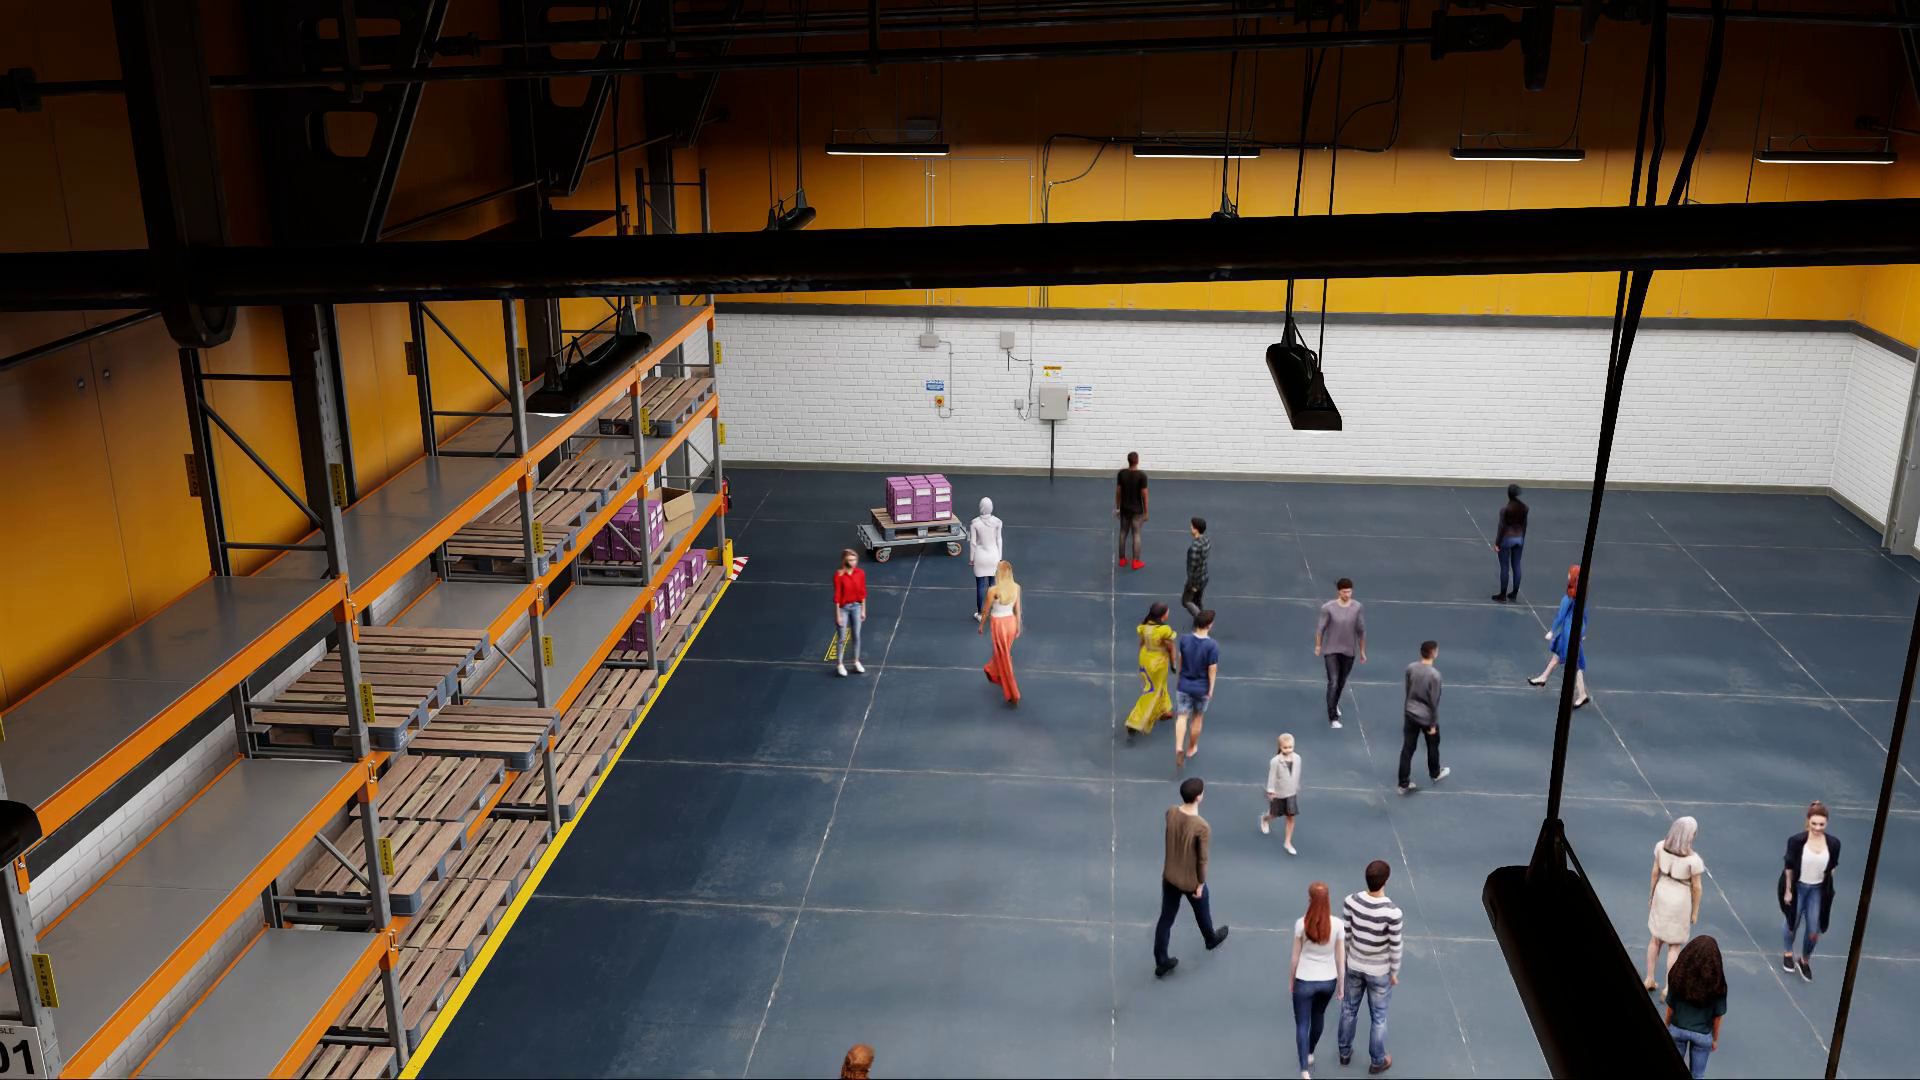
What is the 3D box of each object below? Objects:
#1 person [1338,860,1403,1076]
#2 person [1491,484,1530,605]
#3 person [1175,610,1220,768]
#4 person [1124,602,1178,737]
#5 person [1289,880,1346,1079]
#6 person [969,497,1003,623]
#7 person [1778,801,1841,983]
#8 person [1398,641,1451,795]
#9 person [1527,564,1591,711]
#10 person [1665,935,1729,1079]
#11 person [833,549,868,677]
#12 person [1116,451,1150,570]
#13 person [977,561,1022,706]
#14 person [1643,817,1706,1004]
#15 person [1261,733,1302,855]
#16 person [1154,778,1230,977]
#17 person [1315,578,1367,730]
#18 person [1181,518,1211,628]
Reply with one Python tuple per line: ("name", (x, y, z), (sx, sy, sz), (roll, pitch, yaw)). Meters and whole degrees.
("person", (3.311, 3.444, 13.471), (0.721, 1.853, 0.706), (12, 22, 32))
("person", (7.870, 0.046, 23.726), (0.676, 1.748, 0.643), (-5, 19, -14))
("person", (2.609, 1.691, 18.733), (0.812, 1.818, 1.054), (7, 20, 19))
("person", (2.236, 1.546, 19.485), (1.287, 1.613, 1.257), (-14, 23, -35))
("person", (2.845, 3.590, 13.263), (0.612, 1.710, 1.062), (1, 19, 2))
("person", (0.363, 0.268, 23.026), (0.652, 1.775, 0.591), (-2, 19, -6))
("person", (7.516, 3.077, 14.849), (0.683, 1.669, 0.739), (5, 19, 14))
("person", (4.958, 1.955, 18.079), (1.081, 1.734, 1.012), (-16, 25, -40))
("person", (7.491, 1.221, 20.181), (1.106, 1.784, 1.149), (-16, 25, -40))
("person", (5.644, 3.780, 12.844), (0.691, 1.617, 0.713), (10, 21, 26))
("person", (-1.418, 0.906, 21.246), (0.701, 1.700, 0.714), (-9, 21, -25))
("person", (2.589, -0.465, 25.155), (0.713, 1.804, 0.659), (9, 21, 25))
("person", (0.565, 1.173, 20.385), (1.112, 1.743, 1.320), (-10, 21, -28))
("person", (6.175, 3.189, 14.413), (0.751, 1.735, 0.684), (-14, 23, -35))
("person", (3.293, 2.551, 17.054), (0.676, 1.260, 0.883), (-5, 19, -14))
("person", (1.930, 3.017, 14.748), (1.059, 1.848, 1.194), (16, 24, 39))
("person", (4.523, 1.287, 19.932), (0.844, 1.817, 1.139), (-3, 19, -9))
("person", (3.314, 0.519, 22.764), (0.880, 1.702, 0.840), (12, 22, 32))
